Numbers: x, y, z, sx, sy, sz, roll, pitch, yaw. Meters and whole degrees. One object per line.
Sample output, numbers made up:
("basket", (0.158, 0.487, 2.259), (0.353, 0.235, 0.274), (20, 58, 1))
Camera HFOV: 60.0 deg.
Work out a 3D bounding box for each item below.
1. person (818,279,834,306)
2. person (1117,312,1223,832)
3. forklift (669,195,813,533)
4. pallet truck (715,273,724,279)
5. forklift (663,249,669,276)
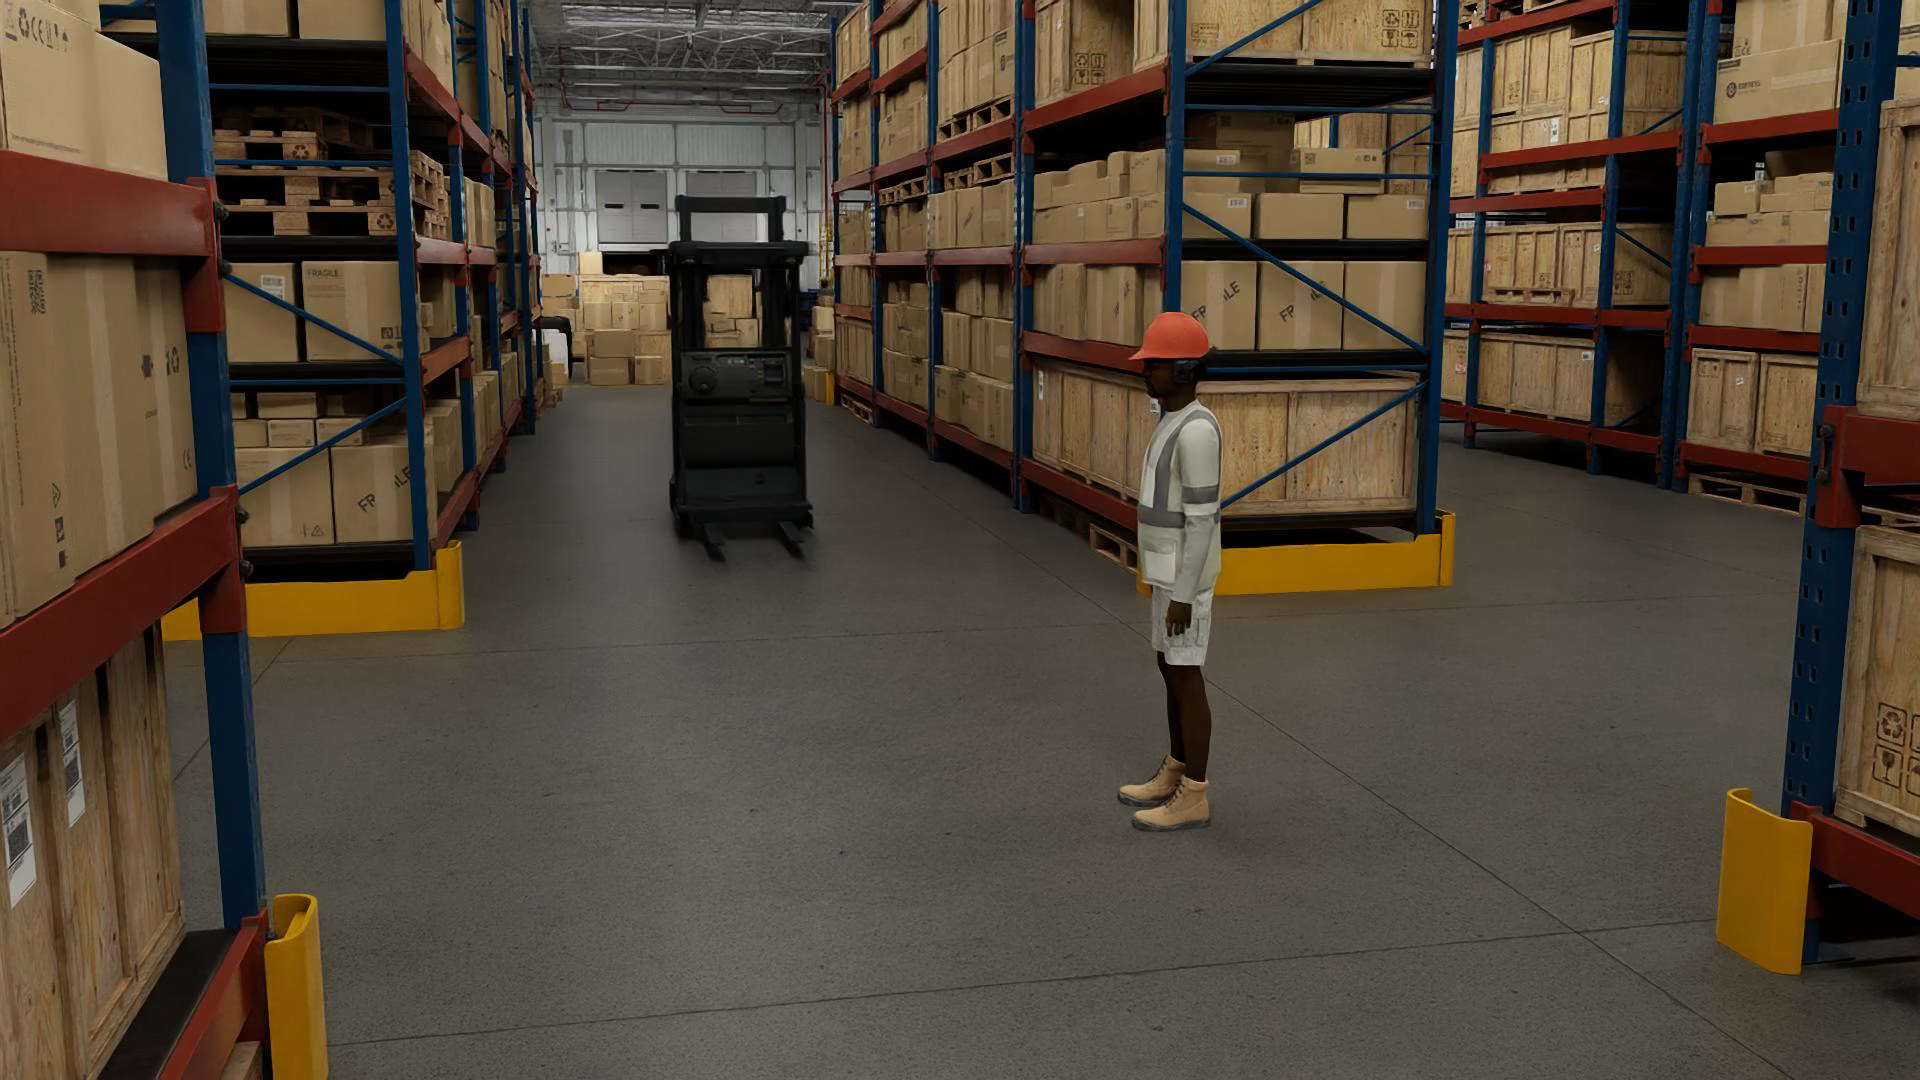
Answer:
("person", (-3.661, -6.314, 46.297), (0.866, 1.912, 0.631), (9, 13, 44))
("person", (0.839, 0.130, 6.577), (0.374, 2.044, 0.605), (0, 9, -3))
("forklift", (-1.968, -1.579, 14.446), (1.129, 2.768, 1.873), (-2, 10, -12))
("pallet truck", (-8.580, -8.986, 62.280), (1.885, 1.965, 0.823), (1, 9, 5))
("forklift", (-9.277, -8.224, 54.954), (1.129, 2.768, 1.873), (-7, 12, -38))
